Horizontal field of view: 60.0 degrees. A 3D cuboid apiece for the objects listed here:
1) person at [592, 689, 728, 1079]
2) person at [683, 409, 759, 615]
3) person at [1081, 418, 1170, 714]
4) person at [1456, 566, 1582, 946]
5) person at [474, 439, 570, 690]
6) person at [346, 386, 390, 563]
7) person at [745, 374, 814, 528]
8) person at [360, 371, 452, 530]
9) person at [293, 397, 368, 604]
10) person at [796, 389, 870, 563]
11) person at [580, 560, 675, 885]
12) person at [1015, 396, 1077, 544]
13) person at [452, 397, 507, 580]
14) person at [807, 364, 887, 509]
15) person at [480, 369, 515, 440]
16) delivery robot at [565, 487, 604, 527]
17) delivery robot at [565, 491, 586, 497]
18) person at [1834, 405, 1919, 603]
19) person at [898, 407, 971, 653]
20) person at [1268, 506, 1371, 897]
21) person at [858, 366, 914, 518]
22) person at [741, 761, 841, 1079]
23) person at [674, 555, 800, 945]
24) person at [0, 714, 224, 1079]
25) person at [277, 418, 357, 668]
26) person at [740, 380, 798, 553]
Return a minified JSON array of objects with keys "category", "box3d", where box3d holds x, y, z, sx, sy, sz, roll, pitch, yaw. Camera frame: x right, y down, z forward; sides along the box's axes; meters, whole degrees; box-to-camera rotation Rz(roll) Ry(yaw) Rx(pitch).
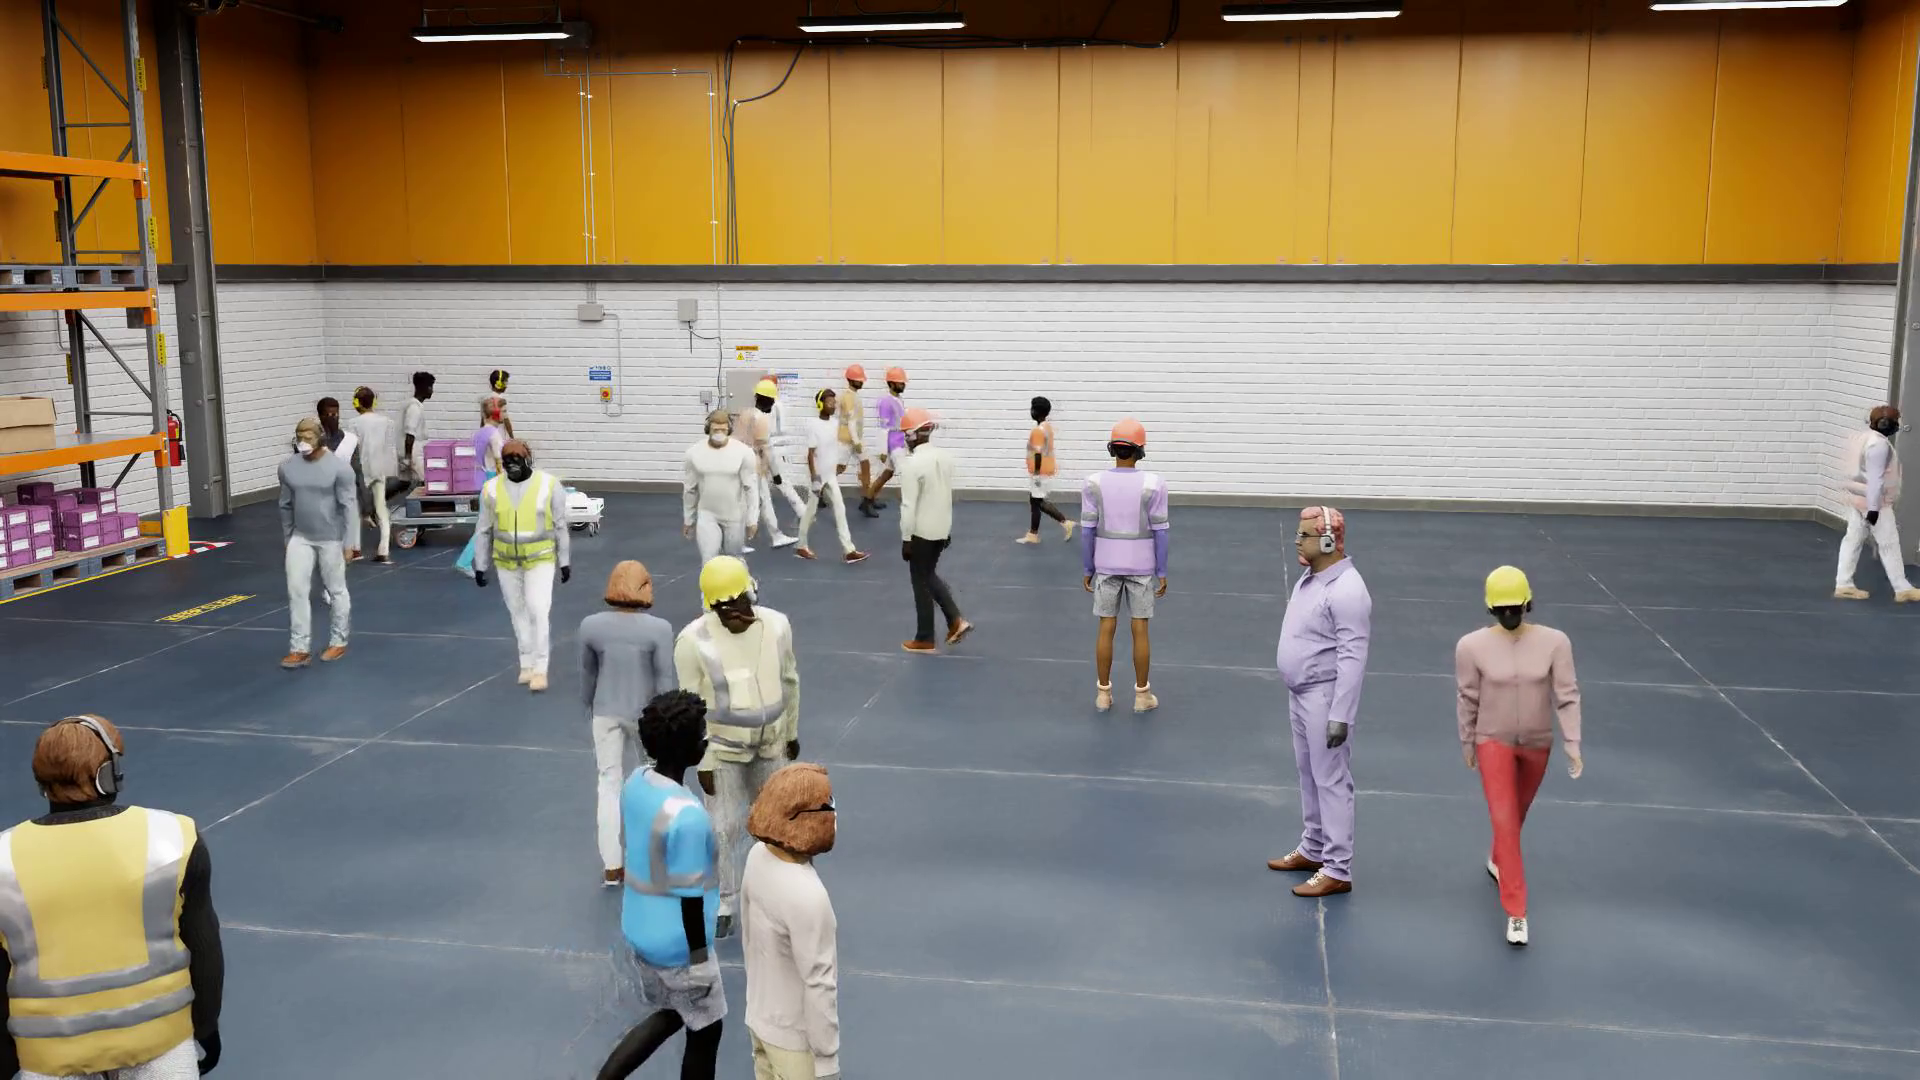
[{"category":"person","box3d":[-1.000,1.317,5.507,0.570,1.676,0.540,-6,11,-31]},{"category":"person","box3d":[-2.049,-0.204,14.335,0.670,1.894,0.968,0,9,0]},{"category":"person","box3d":[1.136,0.180,11.442,0.609,2.043,0.376,2,9,15]},{"category":"person","box3d":[2.576,0.942,7.776,0.531,1.700,0.954,0,9,3]},{"category":"person","box3d":[-3.208,0.191,12.065,0.665,1.819,0.735,0,9,3]},{"category":"person","box3d":[-6.234,-0.678,17.387,0.721,1.841,0.513,8,12,40]},{"category":"person","box3d":[-2.184,-1.043,19.669,0.964,1.844,0.589,0,9,3]},{"category":"person","box3d":[-6.517,-1.029,19.422,0.942,1.904,0.612,-4,10,-23]},{"category":"person","box3d":[-5.716,-0.353,15.205,0.623,1.897,0.621,9,13,43]},{"category":"person","box3d":[-1.384,-0.664,17.373,0.970,1.815,0.546,7,12,37]},{"category":"person","box3d":[-1.676,0.885,8.482,0.509,1.578,0.882,1,9,4]},{"category":"person","box3d":[0.962,-0.747,18.378,0.661,1.665,0.540,2,9,14]},{"category":"person","box3d":[-4.621,-0.516,16.489,0.904,1.811,0.583,-3,10,-20]},{"category":"person","box3d":[-1.466,-1.319,21.248,0.981,1.895,0.536,2,9,12]},{"category":"person","box3d":[-5.817,-1.200,20.674,0.821,1.833,0.513,-9,13,-43]},{"category":"delivery robot","box3d":[-4.465,-0.361,19.114,0.707,0.478,0.477,0,9,-2]},{"category":"delivery robot","box3d":[-4.771,-0.432,19.557,0.707,0.478,0.477,-4,10,-23]},{"category":"person","box3d":[8.549,-0.328,15.298,0.848,1.811,0.654,2,9,14]},{"category":"person","box3d":[-0.260,-0.066,13.176,0.506,1.973,0.652,6,11,31]},{"category":"person","box3d":[1.746,0.780,8.145,0.404,1.906,0.652,-1,9,-7]},{"category":"person","box3d":[-0.839,-1.180,20.336,0.963,1.903,0.543,2,9,12]},{"category":"person","box3d":[-0.483,1.445,4.865,0.266,1.631,0.507,-5,10,-28]},{"category":"person","box3d":[-0.935,0.929,7.623,0.749,1.790,0.408,-7,12,-38]},{"category":"person","box3d":[-2.365,1.386,4.601,0.623,1.840,0.430,-4,10,-24]},{"category":"person","box3d":[-4.960,0.038,12.713,0.655,1.914,0.803,1,9,5]},{"category":"person","box3d":[-2.135,-0.781,17.948,0.857,1.874,0.620,-3,10,-16]}]
